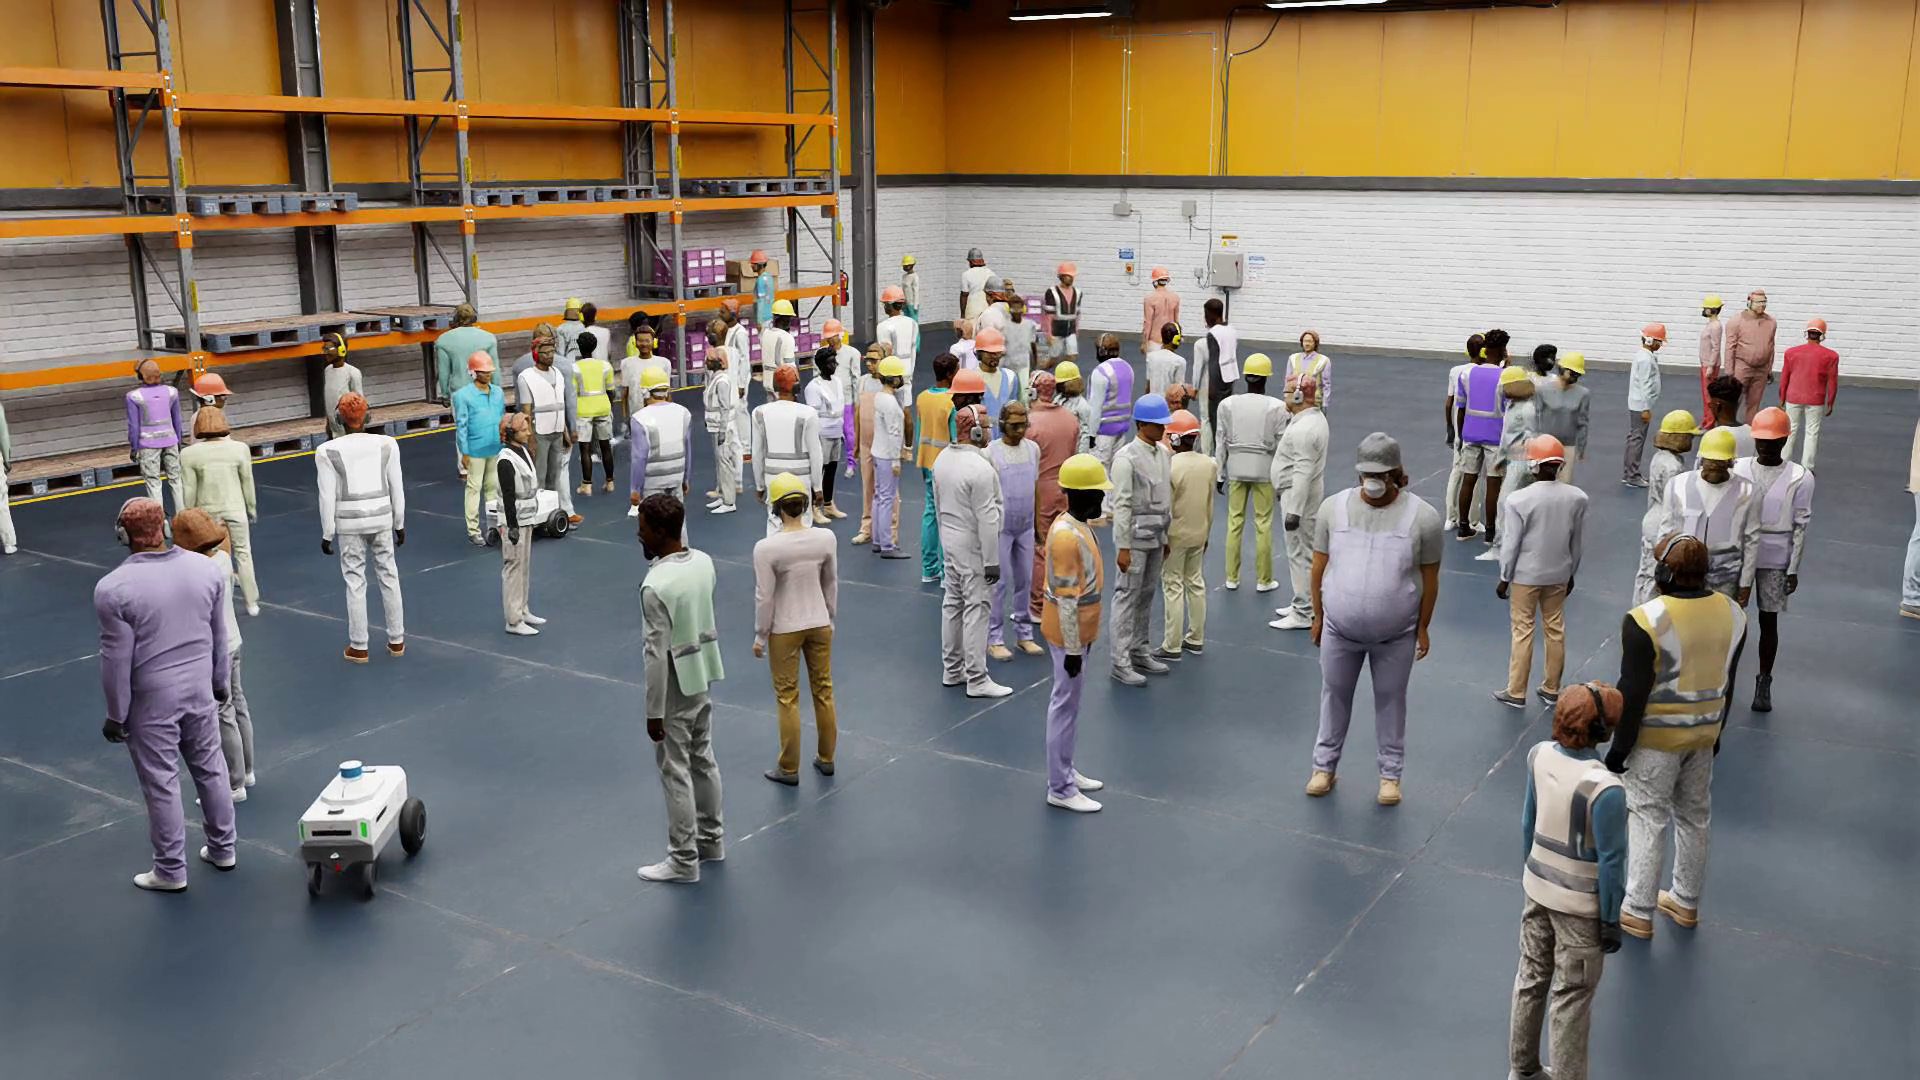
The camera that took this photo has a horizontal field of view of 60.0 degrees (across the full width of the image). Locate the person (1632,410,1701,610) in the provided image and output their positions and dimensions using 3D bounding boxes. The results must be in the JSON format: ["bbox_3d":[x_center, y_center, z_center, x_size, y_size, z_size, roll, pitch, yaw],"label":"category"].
[{"bbox_3d":[4.952,-0.048,11.667,0.313,1.744,0.487,2,13,10],"label":"person"}]

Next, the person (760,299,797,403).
[{"bbox_3d":[-1.985,-1.706,18.475,0.397,1.920,0.587,-10,17,-38],"label":"person"}]

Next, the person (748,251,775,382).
[{"bbox_3d":[-3.086,-3.480,25.926,0.400,2.039,0.610,1,13,5],"label":"person"}]

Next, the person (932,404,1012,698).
[{"bbox_3d":[0.086,0.070,10.799,0.409,1.908,0.639,-7,15,-29],"label":"person"}]

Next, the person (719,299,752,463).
[{"bbox_3d":[-2.572,-1.810,19.006,0.358,1.882,0.574,-6,14,-25],"label":"person"}]

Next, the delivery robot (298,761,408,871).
[{"bbox_3d":[-2.956,1.322,8.121,0.477,0.478,0.707,-1,13,-3],"label":"delivery robot"}]

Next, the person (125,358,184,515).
[{"bbox_3d":[-7.454,-0.868,15.441,0.307,1.645,0.514,9,16,33],"label":"person"}]

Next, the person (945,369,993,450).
[{"bbox_3d":[0.066,-0.306,12.360,0.356,1.936,0.551,-1,13,-6],"label":"person"}]

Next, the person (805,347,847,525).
[{"bbox_3d":[-1.271,-1.001,15.902,0.316,1.695,0.541,7,15,27],"label":"person"}]

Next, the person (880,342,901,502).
[{"bbox_3d":[-0.785,-1.189,16.856,0.280,1.634,0.499,-4,14,-17],"label":"person"}]

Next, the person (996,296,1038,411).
[{"bbox_3d":[0.692,-2.045,20.174,0.575,1.811,0.968,-1,13,-3],"label":"person"}]

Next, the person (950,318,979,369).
[{"bbox_3d":[0.048,-1.738,19.215,0.307,1.645,0.514,9,16,34],"label":"person"}]

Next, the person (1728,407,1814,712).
[{"bbox_3d":[5.037,0.120,10.513,0.544,1.939,0.354,9,16,33],"label":"person"}]

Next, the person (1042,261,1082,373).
[{"bbox_3d":[1.421,-2.999,23.861,0.615,2.027,0.777,-7,15,-27],"label":"person"}]

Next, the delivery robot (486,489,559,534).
[{"bbox_3d":[-3.981,-0.295,15.134,0.477,0.478,0.707,6,14,24],"label":"delivery robot"}]

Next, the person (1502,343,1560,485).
[{"bbox_3d":[5.683,-1.105,16.367,0.551,1.681,0.449,-6,14,-25],"label":"person"}]

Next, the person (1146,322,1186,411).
[{"bbox_3d":[2.069,-1.252,16.655,0.346,1.857,0.523,-12,17,-41],"label":"person"}]

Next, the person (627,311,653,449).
[{"bbox_3d":[-3.769,-1.850,19.600,0.320,1.694,0.537,1,13,4],"label":"person"}]

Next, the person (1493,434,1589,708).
[{"bbox_3d":[3.673,0.199,10.573,0.562,1.752,0.324,-3,13,-13],"label":"person"}]

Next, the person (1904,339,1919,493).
[{"bbox_3d":[10.085,-1.359,17.330,0.344,1.762,0.528,8,15,31],"label":"person"}]

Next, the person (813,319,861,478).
[{"bbox_3d":[-1.358,-1.552,18.206,0.574,1.738,0.352,4,14,18],"label":"person"}]

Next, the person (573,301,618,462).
[{"bbox_3d":[-4.182,-1.799,19.040,0.448,1.848,0.517,12,18,42],"label":"person"}]

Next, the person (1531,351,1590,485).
[{"bbox_3d":[5.429,-0.857,15.164,0.562,1.750,0.430,0,13,1],"label":"person"}]

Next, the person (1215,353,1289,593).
[{"bbox_3d":[2.345,-0.535,13.374,0.590,1.926,0.388,5,14,23],"label":"person"}]

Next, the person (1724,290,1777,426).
[{"bbox_3d":[9.480,-2.041,19.953,0.643,1.908,0.408,-2,13,-9],"label":"person"}]

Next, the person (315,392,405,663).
[{"bbox_3d":[-4.132,-0.084,11.519,0.573,1.883,0.355,-9,16,-33],"label":"person"}]

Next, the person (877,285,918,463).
[{"bbox_3d":[-0.746,-1.852,18.837,0.373,2.044,0.606,10,16,37],"label":"person"}]

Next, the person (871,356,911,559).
[{"bbox_3d":[-0.612,-0.723,14.544,0.327,1.769,0.525,-3,13,-15],"label":"person"}]

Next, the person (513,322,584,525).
[{"bbox_3d":[-3.894,-1.084,15.730,0.628,1.940,0.377,4,14,17],"label":"person"}]

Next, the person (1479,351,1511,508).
[{"bbox_3d":[5.316,-1.137,16.630,0.500,1.633,0.282,-4,14,-16],"label":"person"}]

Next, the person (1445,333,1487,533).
[{"bbox_3d":[4.759,-0.990,15.484,0.310,1.864,0.532,-10,16,-37],"label":"person"}]

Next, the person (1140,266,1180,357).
[{"bbox_3d":[2.740,-2.763,22.891,0.622,1.993,0.382,-8,15,-33],"label":"person"}]

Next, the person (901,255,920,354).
[{"bbox_3d":[-0.896,-4.166,29.505,0.339,1.761,0.525,-7,15,-28],"label":"person"}]

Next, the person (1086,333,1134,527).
[{"bbox_3d":[1.400,-1.043,15.807,0.428,1.828,0.648,9,16,34],"label":"person"}]

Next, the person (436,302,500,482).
[{"bbox_3d":[-5.276,-1.589,17.921,0.635,1.937,0.353,-4,14,-16],"label":"person"}]

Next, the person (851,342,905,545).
[{"bbox_3d":[-0.735,-0.849,14.917,0.506,1.847,0.343,7,15,27],"label":"person"}]

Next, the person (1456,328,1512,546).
[{"bbox_3d":[4.765,-0.929,15.027,0.604,1.958,0.374,12,18,43],"label":"person"}]

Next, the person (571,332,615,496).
[{"bbox_3d":[-3.821,-1.303,17.210,0.537,1.696,0.321,-9,16,-34],"label":"person"}]

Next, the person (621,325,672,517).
[{"bbox_3d":[-3.044,-1.160,16.203,0.520,1.877,0.328,-2,13,-9],"label":"person"}]

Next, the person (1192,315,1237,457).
[{"bbox_3d":[2.914,-1.794,19.211,0.560,1.753,0.328,-6,14,-23],"label":"person"}]
